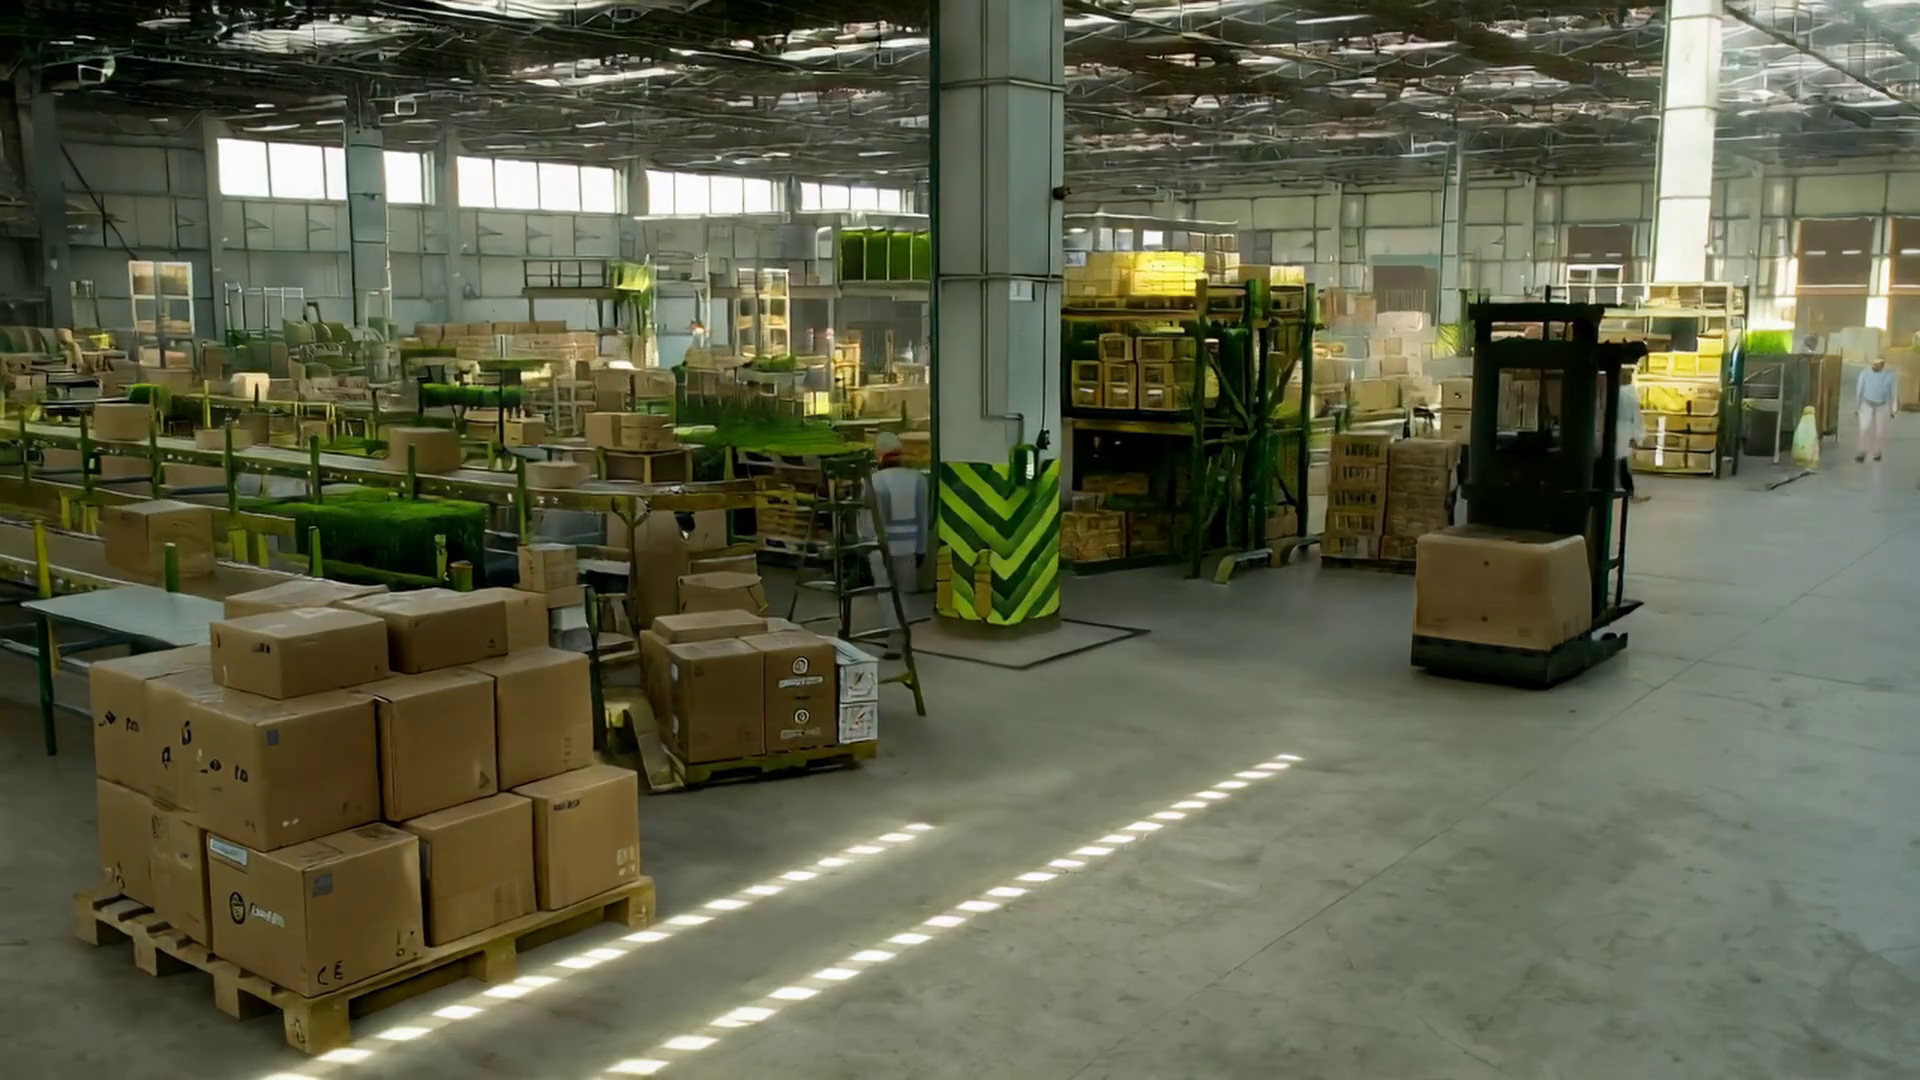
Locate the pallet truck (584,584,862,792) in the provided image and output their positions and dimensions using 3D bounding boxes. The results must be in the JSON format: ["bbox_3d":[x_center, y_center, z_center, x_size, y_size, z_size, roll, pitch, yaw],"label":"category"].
[{"bbox_3d":[-1.426,0.805,10.019,1.601,1.201,0.680,-4,9,-26],"label":"pallet truck"}]

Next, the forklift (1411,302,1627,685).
[{"bbox_3d":[4.379,-0.438,12.852,1.129,2.768,1.873,7,11,37],"label":"forklift"}]

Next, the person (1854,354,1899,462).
[{"bbox_3d":[15.640,-2.244,28.444,0.671,1.859,0.985,6,10,35],"label":"person"}]

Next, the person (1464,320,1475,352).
[{"bbox_3d":[24.506,-9.858,79.840,0.627,1.844,0.429,-3,9,-19],"label":"person"}]

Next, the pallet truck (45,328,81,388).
[{"bbox_3d":[-23.775,-4.544,43.495,1.885,1.965,0.823,6,10,35],"label":"pallet truck"}]

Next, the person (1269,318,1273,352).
[{"bbox_3d":[15.323,-10.142,81.740,0.511,1.844,0.328,-3,9,-18],"label":"person"}]

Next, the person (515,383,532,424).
[{"bbox_3d":[-8.118,-2.492,30.885,0.285,1.633,0.497,-8,12,-43],"label":"person"}]

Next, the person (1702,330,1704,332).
[{"bbox_3d":[24.639,-6.395,55.827,0.539,2.000,0.689,-2,9,-15],"label":"person"}]

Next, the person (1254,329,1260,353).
[{"bbox_3d":[10.847,-7.023,60.684,0.725,1.857,0.618,1,9,8],"label":"person"}]

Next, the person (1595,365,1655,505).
[{"bbox_3d":[8.972,-1.415,22.493,1.073,1.957,0.666,-2,9,-12],"label":"person"}]

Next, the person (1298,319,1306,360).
[{"bbox_3d":[14.151,-8.288,68.740,0.376,1.995,0.611,-3,9,-19],"label":"person"}]

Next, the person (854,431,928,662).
[{"bbox_3d":[-0.577,0.049,13.160,0.613,1.813,0.511,-7,11,-38],"label":"person"}]

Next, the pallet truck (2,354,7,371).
[{"bbox_3d":[-24.881,-4.417,42.634,1.885,1.965,0.823,8,11,41],"label":"pallet truck"}]

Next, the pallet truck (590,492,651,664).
[{"bbox_3d":[-3.115,0.344,12.883,0.653,1.274,1.630,7,11,37],"label":"pallet truck"}]

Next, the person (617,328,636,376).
[{"bbox_3d":[-11.623,-6.504,57.764,0.936,1.672,0.500,-8,11,-43],"label":"person"}]

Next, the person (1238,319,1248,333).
[{"bbox_3d":[11.653,-8.222,68.545,0.446,1.925,0.551,5,10,33],"label":"person"}]

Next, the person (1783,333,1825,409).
[{"bbox_3d":[21.199,-4.236,41.705,1.012,1.920,0.627,6,10,36],"label":"person"}]

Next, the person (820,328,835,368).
[{"bbox_3d":[-3.880,-5.143,47.839,0.528,1.906,0.592,-5,10,-31],"label":"person"}]
